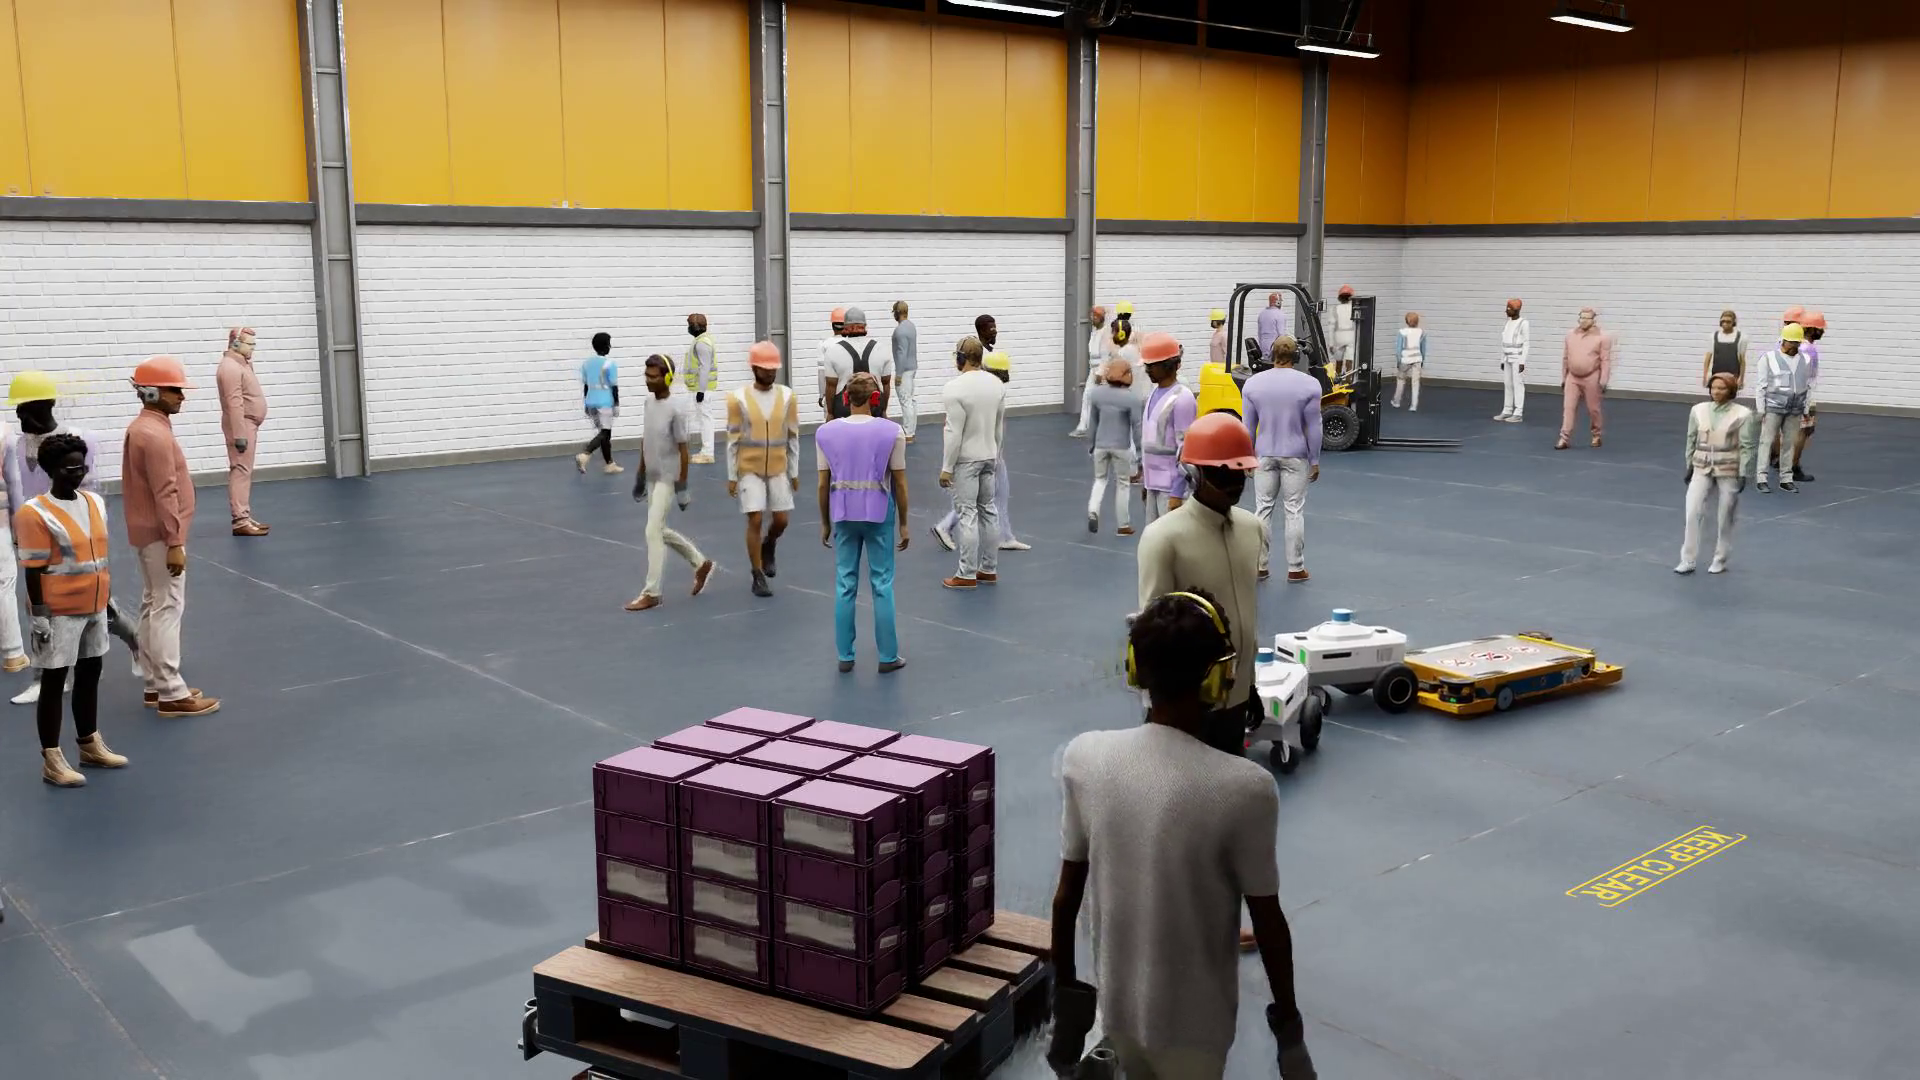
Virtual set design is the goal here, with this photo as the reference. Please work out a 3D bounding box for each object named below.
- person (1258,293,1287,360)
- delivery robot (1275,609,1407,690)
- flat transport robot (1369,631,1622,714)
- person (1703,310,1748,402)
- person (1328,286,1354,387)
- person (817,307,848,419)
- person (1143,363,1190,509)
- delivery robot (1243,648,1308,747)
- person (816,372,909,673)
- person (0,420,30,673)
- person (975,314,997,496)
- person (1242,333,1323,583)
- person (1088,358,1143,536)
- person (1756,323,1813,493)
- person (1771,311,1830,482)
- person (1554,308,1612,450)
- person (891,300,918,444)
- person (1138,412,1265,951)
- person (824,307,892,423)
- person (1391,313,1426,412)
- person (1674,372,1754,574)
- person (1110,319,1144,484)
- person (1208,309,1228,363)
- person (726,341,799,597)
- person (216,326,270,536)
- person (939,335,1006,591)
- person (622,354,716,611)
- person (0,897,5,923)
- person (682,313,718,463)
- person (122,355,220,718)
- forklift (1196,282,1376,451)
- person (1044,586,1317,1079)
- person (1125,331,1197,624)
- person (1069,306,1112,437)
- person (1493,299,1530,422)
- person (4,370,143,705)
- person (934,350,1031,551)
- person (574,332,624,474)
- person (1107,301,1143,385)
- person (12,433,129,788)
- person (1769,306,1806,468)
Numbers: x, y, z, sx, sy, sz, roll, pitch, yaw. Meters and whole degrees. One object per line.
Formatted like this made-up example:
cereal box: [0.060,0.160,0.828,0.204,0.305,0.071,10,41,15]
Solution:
person: [5.401,-3.295,28.619,0.401,1.910,0.642,-5,11,-27]
delivery robot: [2.130,0.631,9.318,0.707,0.478,0.477,-3,10,-18]
flat transport robot: [3.130,0.757,9.680,1.431,0.197,0.652,-6,11,-32]
person: [10.498,-2.253,22.797,0.520,1.819,0.817,7,12,36]
person: [7.007,-3.611,30.252,0.619,1.999,1.016,3,10,17]
person: [-1.399,-1.742,19.439,0.546,1.938,0.361,-2,10,-13]
person: [2.055,-1.087,16.493,0.270,1.632,0.504,-9,13,-41]
delivery robot: [1.524,0.789,8.392,0.477,0.478,0.707,4,11,23]
person: [-0.590,-0.096,10.094,0.564,1.838,0.388,2,10,10]
person: [-5.981,-0.089,10.042,0.630,1.842,0.429,-5,11,-26]
person: [0.230,-1.431,17.672,0.391,1.920,0.588,2,10,11]
person: [2.495,-0.628,12.914,0.630,1.940,0.372,4,10,22]
person: [1.395,-0.826,14.987,0.546,1.621,0.489,6,11,29]
person: [8.836,-1.409,17.828,0.588,1.823,0.403,0,10,-1]
person: [9.502,-1.605,18.690,0.403,1.918,0.565,2,10,10]
person: [8.232,-2.129,21.931,0.663,1.869,0.900,9,13,41]
person: [-0.762,-2.269,22.534,0.376,1.936,0.627,2,10,12]
person: [0.880,0.536,5.934,0.622,1.992,0.396,-9,13,-42]
person: [-1.045,-1.317,16.652,0.681,2.000,0.536,-3,10,-16]
person: [7.373,-2.925,27.334,0.534,1.594,0.845,-1,10,-6]
person: [5.941,-0.509,13.137,0.699,1.609,0.546,-9,13,-44]
person: [1.881,-1.513,18.379,0.457,1.842,0.550,5,11,25]
person: [3.790,-2.501,24.394,0.329,1.765,0.526,-2,10,-11]
person: [-1.494,-0.546,12.507,0.556,1.918,0.633,-4,10,-21]
person: [-6.513,-0.990,15.155,0.401,1.899,0.648,-3,10,-18]
person: [0.083,-0.583,12.647,0.371,1.941,0.627,9,13,41]
person: [-2.134,-0.437,12.075,0.800,1.843,0.542,-7,12,-35]
person: [-3.867,0.531,6.227,0.403,1.906,0.651,-6,11,-32]
person: [-3.188,-1.863,20.435,0.429,1.840,0.630,-1,10,-6]
person: [-4.397,-0.022,9.211,0.392,1.991,0.613,-7,12,-35]
forklift: [4.328,-2.346,22.227,2.313,2.155,1.214,3,10,16]
person: [0.478,1.022,3.529,0.537,1.851,0.542,9,13,43]
person: [1.356,-0.381,11.193,0.389,2.034,0.605,-3,10,-15]
person: [2.013,-2.359,23.319,0.923,1.849,0.570,-5,11,-27]
person: [8.474,-2.742,25.460,0.356,1.881,0.575,-3,10,-15]
person: [-5.125,-0.040,9.585,0.593,1.900,0.758,4,11,23]
person: [0.194,-0.759,14.241,0.779,1.737,0.529,1,10,6]
person: [-4.190,-1.559,19.168,0.530,1.673,0.724,7,12,37]
person: [2.236,-2.295,22.698,0.363,1.930,0.588,-9,13,-41]
person: [-4.286,0.326,8.032,0.317,1.697,0.540,2,10,13]
person: [9.930,-1.825,19.930,0.357,1.938,0.542,2,10,13]
